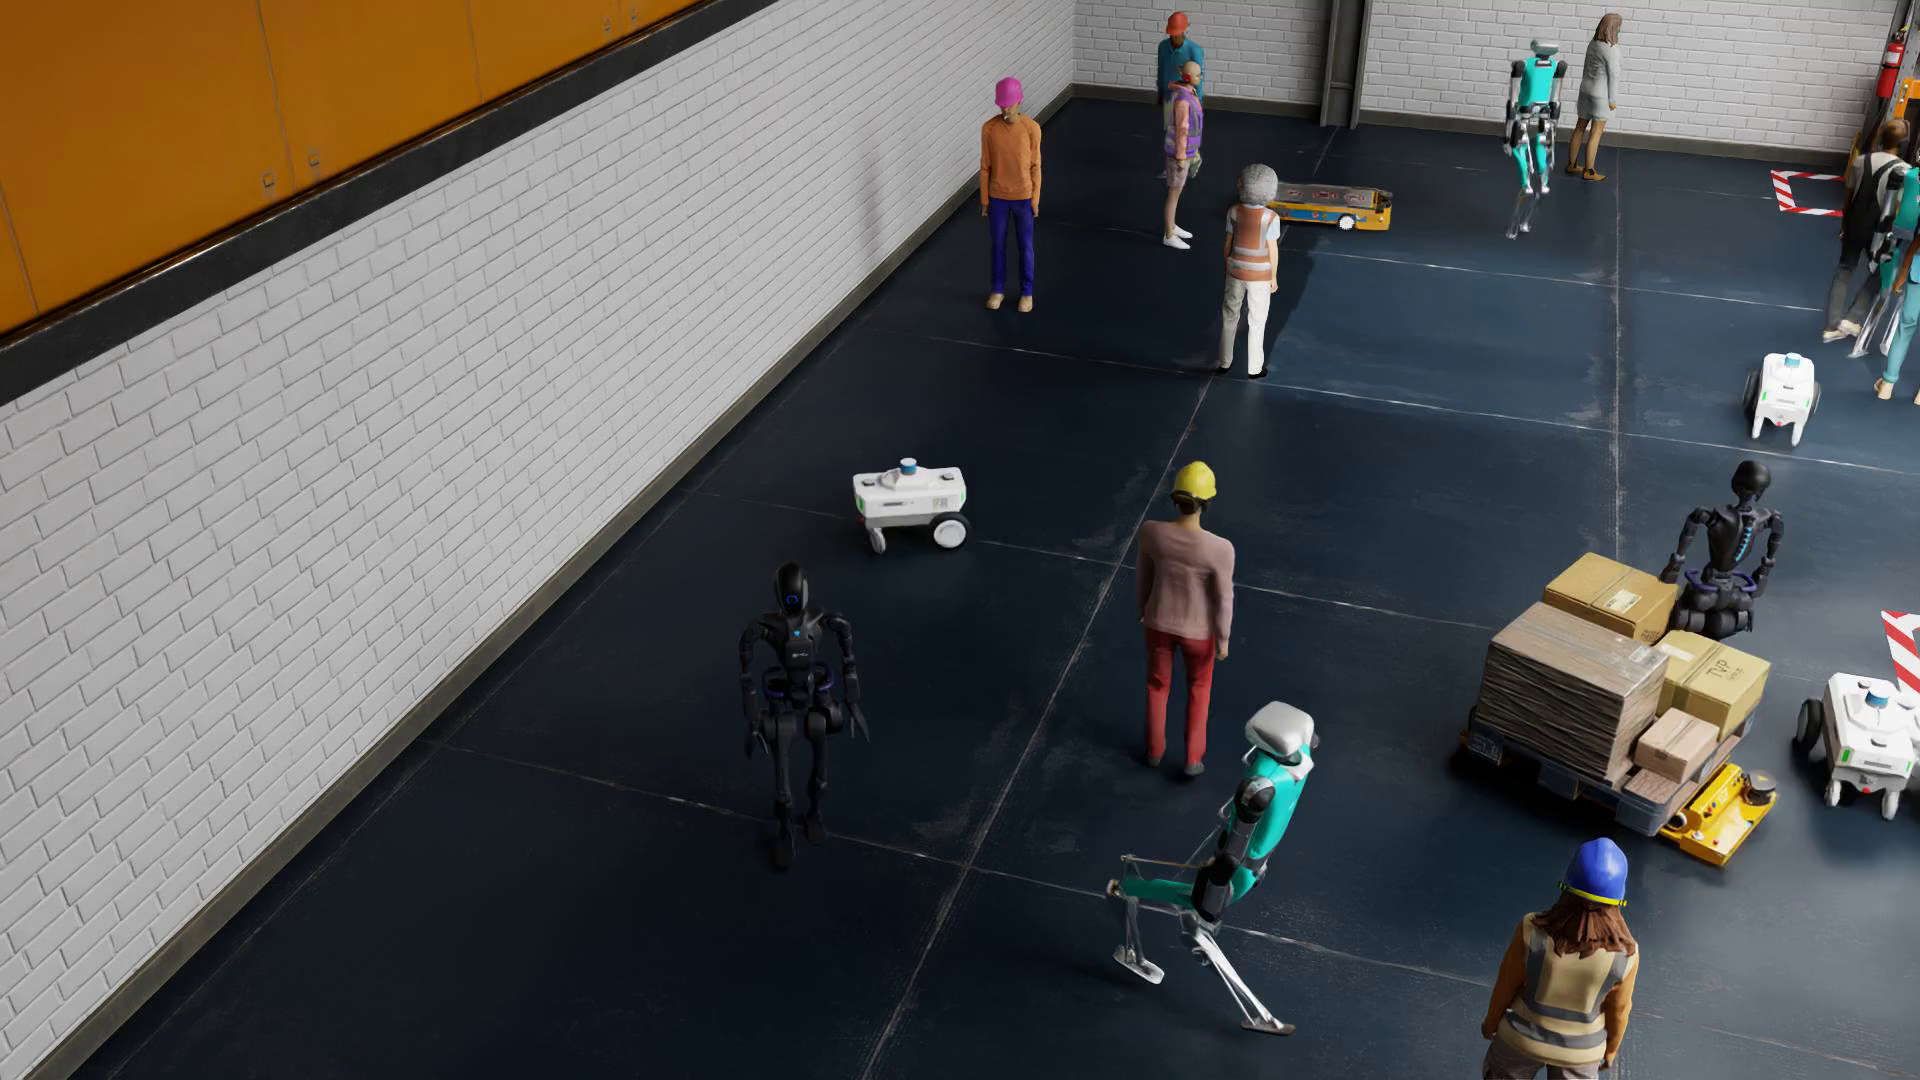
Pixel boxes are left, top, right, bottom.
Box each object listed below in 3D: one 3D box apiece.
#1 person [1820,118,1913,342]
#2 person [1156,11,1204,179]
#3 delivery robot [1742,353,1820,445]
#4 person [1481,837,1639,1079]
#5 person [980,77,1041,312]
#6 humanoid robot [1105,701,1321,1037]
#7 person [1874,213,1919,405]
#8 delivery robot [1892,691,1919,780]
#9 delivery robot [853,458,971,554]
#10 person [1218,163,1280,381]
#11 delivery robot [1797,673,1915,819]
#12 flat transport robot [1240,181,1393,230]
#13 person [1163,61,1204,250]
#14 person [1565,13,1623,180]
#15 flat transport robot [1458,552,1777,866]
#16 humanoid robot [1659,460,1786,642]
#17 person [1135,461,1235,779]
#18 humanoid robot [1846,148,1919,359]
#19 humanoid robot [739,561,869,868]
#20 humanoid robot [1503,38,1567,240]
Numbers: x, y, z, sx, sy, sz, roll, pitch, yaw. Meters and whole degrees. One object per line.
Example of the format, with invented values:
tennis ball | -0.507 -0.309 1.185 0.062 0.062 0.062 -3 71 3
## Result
person | 7.264 -2.454 13.259 0.486 1.826 0.533 -17 35 -27
person | 2.186 -4.481 16.809 0.460 1.724 0.589 -19 35 -29
delivery robot | 6.039 -1.077 12.192 0.499 0.611 0.809 13 33 21
person | 2.157 1.807 6.072 0.472 1.771 0.325 9 32 15
person | 0.413 -2.866 13.826 0.516 1.974 0.397 5 31 8
humanoid robot | 0.980 1.321 6.934 1.060 1.713 0.530 20 36 30
person | 7.200 -1.893 12.271 0.527 1.866 0.390 16 34 25
delivery robot | 5.011 1.116 8.453 0.499 0.604 0.808 -15 34 -24
delivery robot | -0.305 -0.249 10.759 0.758 0.586 0.506 -4 31 -7
person | 2.202 -2.025 12.665 0.441 1.691 0.320 16 34 25
delivery robot | 4.675 1.011 8.594 0.499 0.566 0.739 10 32 16
flat transport robot | 3.452 -3.249 16.152 1.431 0.231 0.659 7 31 13
person | 2.035 -3.535 15.231 0.349 1.693 0.480 7 31 12
person | 6.503 -4.513 16.928 0.337 1.661 0.483 -11 32 -17
flat transport robot | 3.410 1.153 8.664 1.431 0.231 0.659 26 39 37
humanoid robot | 3.910 0.320 8.701 0.606 1.635 0.371 -2 30 -3
person | 1.124 0.425 8.449 0.541 1.756 0.404 13 33 20
humanoid robot | 7.425 -2.256 13.015 0.533 1.773 0.734 20 36 30
humanoid robot | -0.740 0.802 7.879 0.601 1.645 0.422 -7 31 -11
humanoid robot | 5.379 -3.671 15.452 0.561 1.804 0.809 -6 31 -10
